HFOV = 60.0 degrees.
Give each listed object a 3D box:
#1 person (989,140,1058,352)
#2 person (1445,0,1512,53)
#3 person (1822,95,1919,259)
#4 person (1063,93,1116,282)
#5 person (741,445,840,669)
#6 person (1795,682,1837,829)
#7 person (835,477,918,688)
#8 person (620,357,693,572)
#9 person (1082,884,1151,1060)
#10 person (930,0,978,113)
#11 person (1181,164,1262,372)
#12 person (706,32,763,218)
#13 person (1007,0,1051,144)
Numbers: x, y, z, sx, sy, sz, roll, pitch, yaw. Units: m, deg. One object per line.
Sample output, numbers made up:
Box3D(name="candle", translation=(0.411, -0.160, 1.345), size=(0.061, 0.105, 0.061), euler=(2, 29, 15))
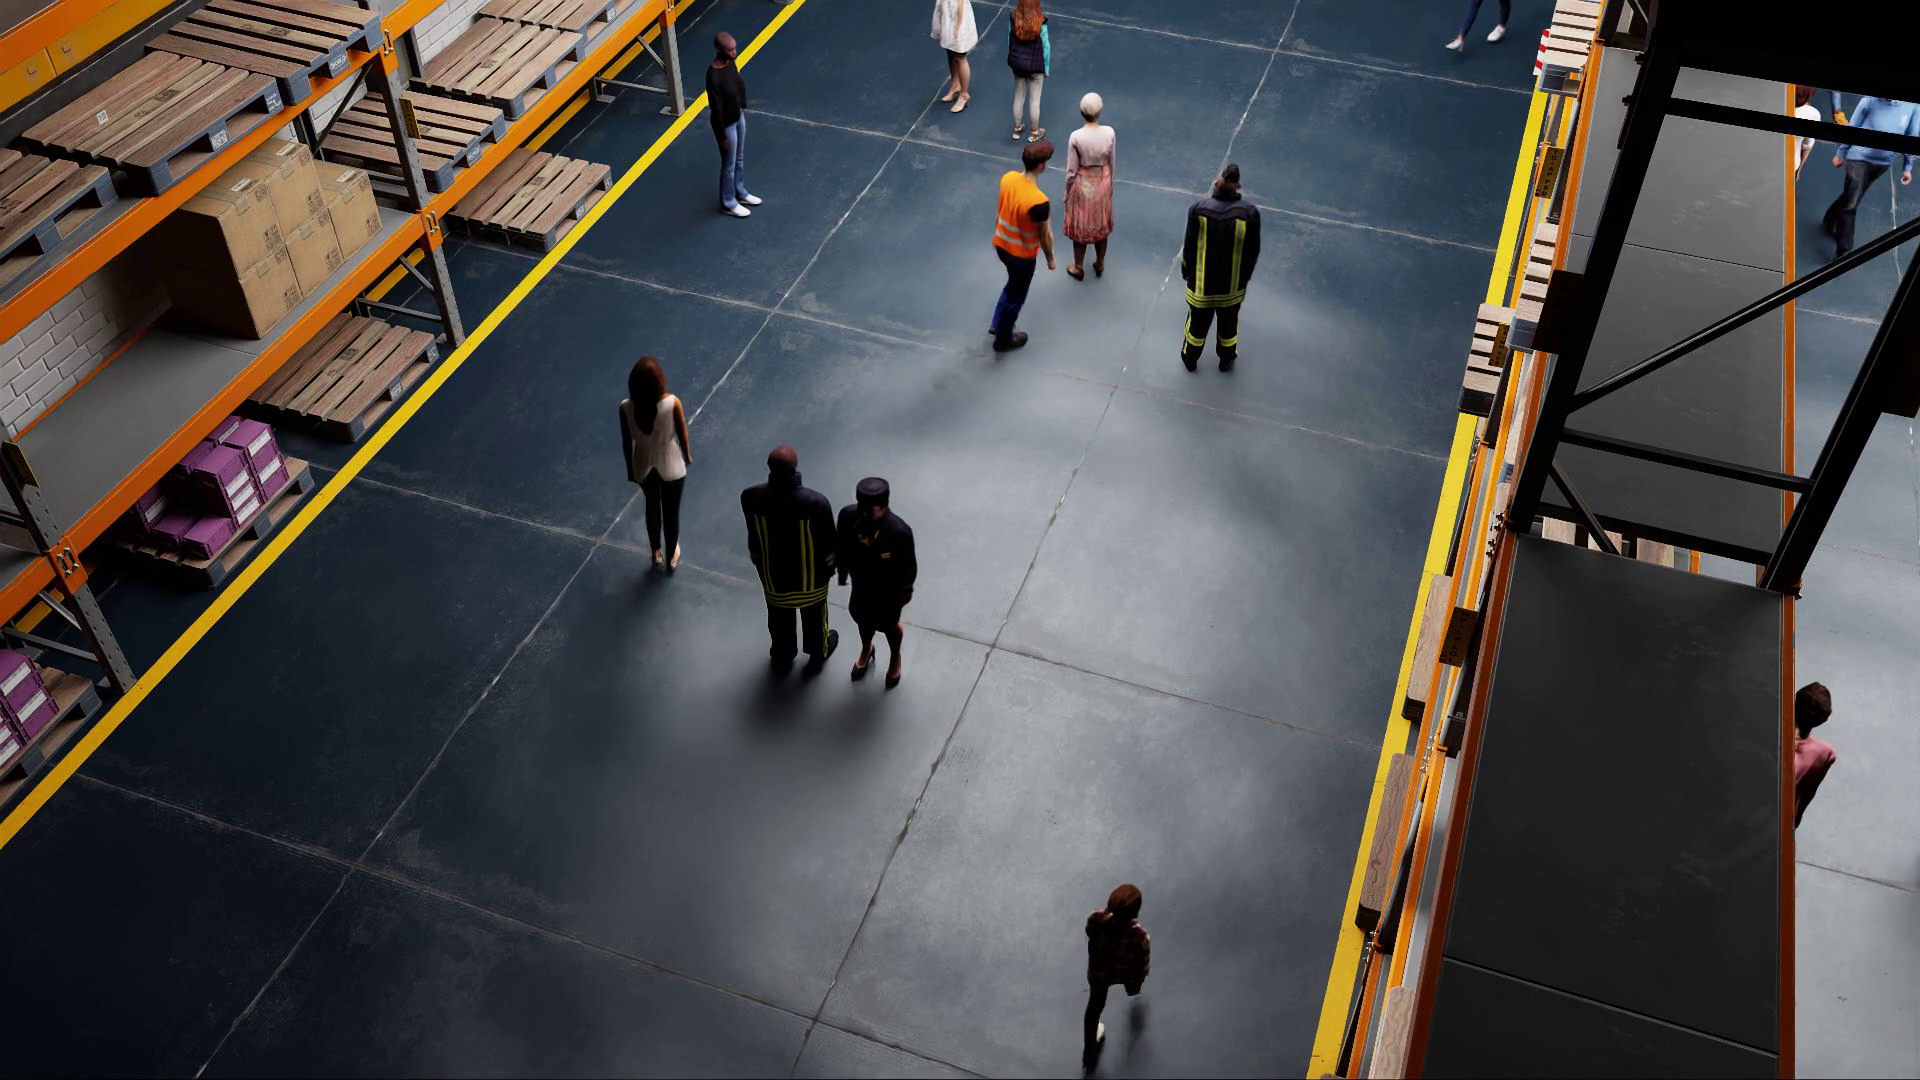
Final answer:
Box3D(name="person", translation=(0.383, -2.237, 13.008), size=(0.901, 1.861, 0.855), euler=(-27, 50, -25))
Box3D(name="person", translation=(5.528, -5.798, 16.847), size=(1.219, 1.723, 0.966), euler=(-31, 52, -28))
Box3D(name="person", translation=(7.740, -3.308, 14.204), size=(0.914, 1.763, 1.219), euler=(1, 44, 1))
Box3D(name="person", translation=(1.086, -2.925, 13.855), size=(0.694, 1.690, 0.734), euler=(-10, 44, -10))
Box3D(name="person", translation=(-1.062, 0.105, 10.579), size=(0.803, 1.822, 0.745), euler=(5, 44, 6))
Box3D(name="person", translation=(4.288, 1.556, 8.983), size=(0.645, 1.923, 1.205), euler=(14, 45, 14))
Box3D(name="person", translation=(-0.518, 0.261, 10.524), size=(0.708, 1.671, 0.643), euler=(18, 46, 18))
Box3D(name="person", translation=(-2.023, -0.421, 11.165), size=(0.668, 1.774, 0.700), euler=(-1, 44, -1))
Box3D(name="person", translation=(0.774, 2.274, 8.700), size=(0.555, 1.273, 0.870), euler=(17, 46, 17))
Box3D(name="person", translation=(-0.059, -4.972, 15.945), size=(0.836, 1.771, 0.777), euler=(-18, 47, -18))
Box3D(name="person", translation=(1.997, -2.110, 12.876), size=(0.825, 1.861, 0.791), euler=(3, 44, 3))
Box3D(name="person", translation=(-2.041, -3.653, 14.580), size=(0.664, 1.744, 0.492), euler=(12, 45, 12))
Box3D(name="person", translation=(0.639, -4.458, 15.601), size=(0.589, 1.501, 0.604), euler=(19, 47, 19))
